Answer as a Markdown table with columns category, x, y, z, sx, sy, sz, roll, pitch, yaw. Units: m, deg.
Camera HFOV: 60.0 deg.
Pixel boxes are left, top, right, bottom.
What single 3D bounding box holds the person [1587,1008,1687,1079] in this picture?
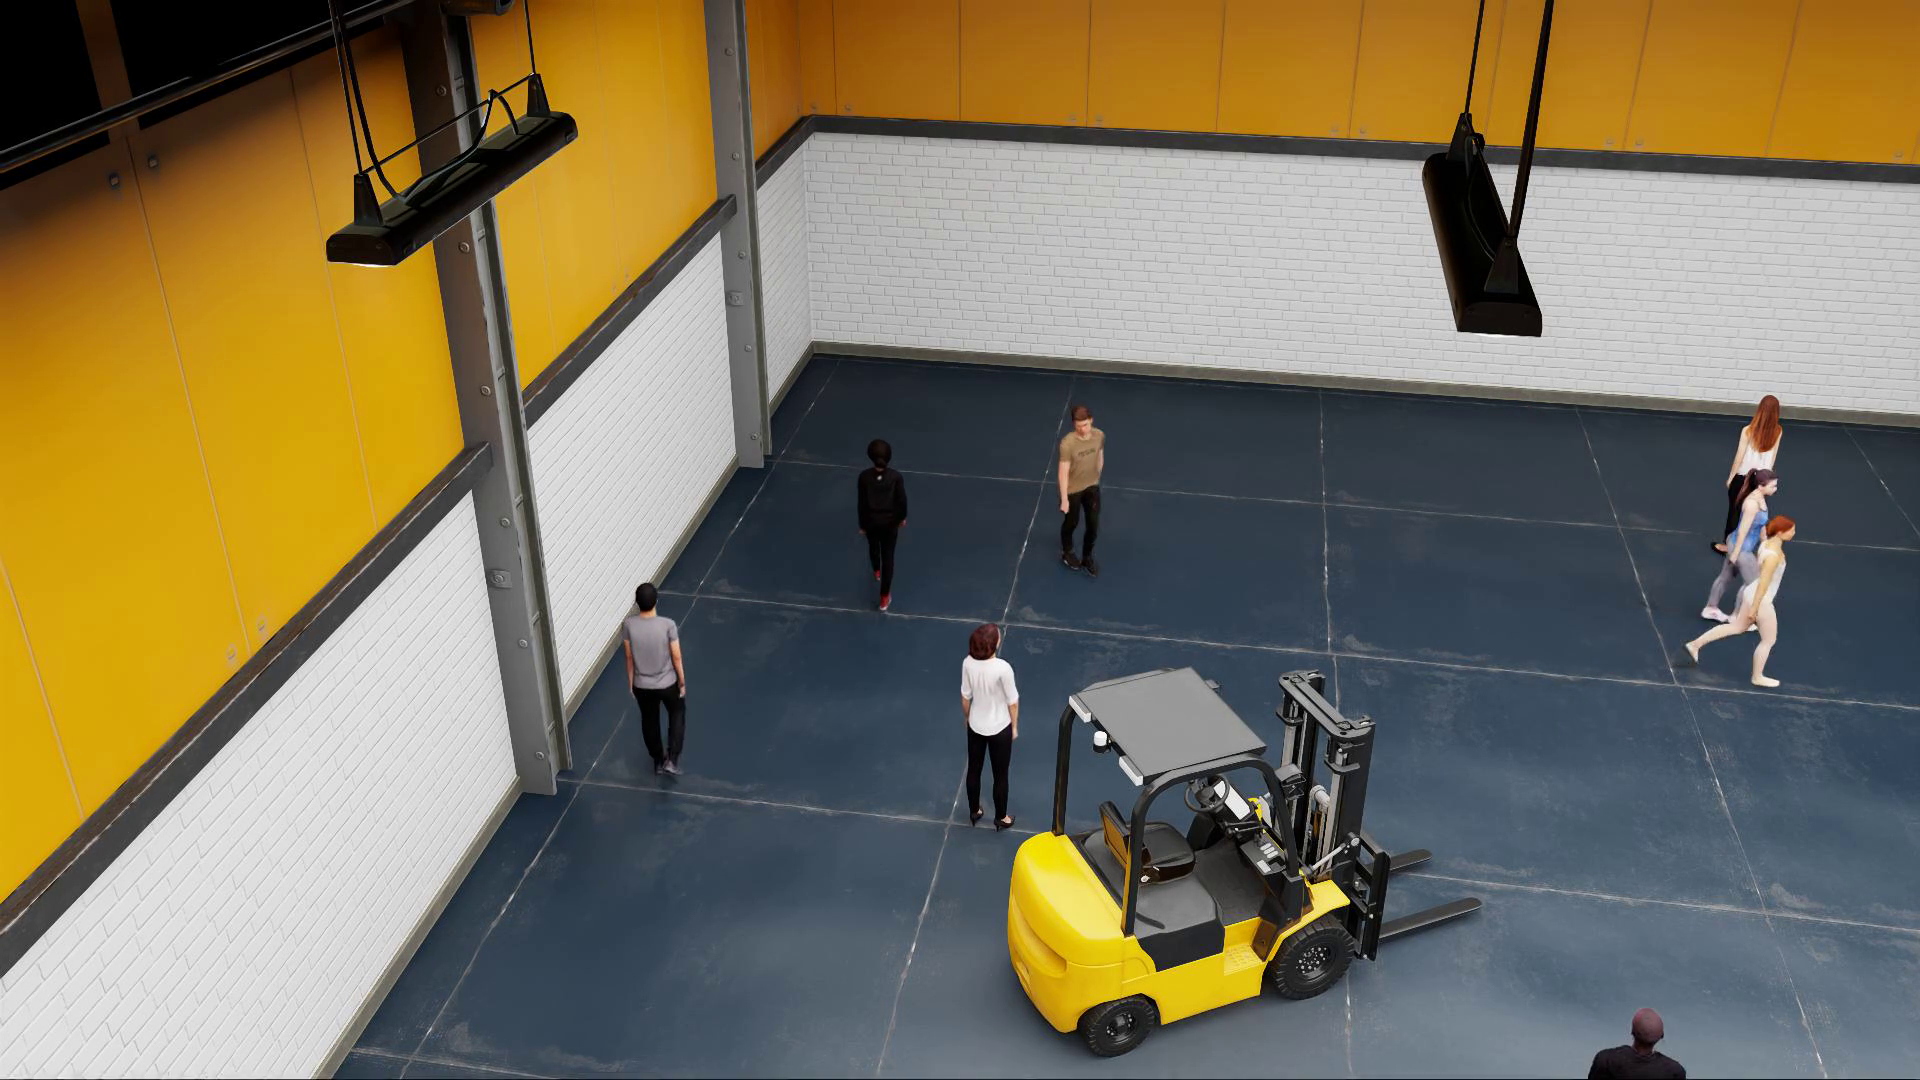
| category | x | y | z | sx | sy | sz | roll | pitch | yaw |
| --- | --- | --- | --- | --- | --- | --- | --- | --- | --- |
| person | 3.606 | 3.312 | 9.059 | 0.680 | 1.748 | 0.800 | 8 | 30 | 14 |

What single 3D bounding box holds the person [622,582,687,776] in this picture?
| category | x | y | z | sx | sy | sz | roll | pitch | yaw |
| --- | --- | --- | --- | --- | --- | --- | --- | --- | --- |
| person | -2.406 | 1.150 | 13.028 | 0.687 | 1.743 | 0.812 | 0 | 29 | 1 |

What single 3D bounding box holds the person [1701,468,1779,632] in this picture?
| category | x | y | z | sx | sy | sz | roll | pitch | yaw |
| --- | --- | --- | --- | --- | --- | --- | --- | --- | --- |
| person | 7.072 | 0.054 | 15.198 | 0.721 | 1.589 | 0.721 | 13 | 31 | 23 |

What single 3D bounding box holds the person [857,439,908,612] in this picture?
| category | x | y | z | sx | sy | sz | roll | pitch | yaw |
| --- | --- | --- | --- | --- | --- | --- | --- | --- | --- |
| person | -0.728 | -0.118 | 15.456 | 0.699 | 1.644 | 1.043 | 1 | 29 | 2 |

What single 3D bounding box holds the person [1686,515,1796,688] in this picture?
| category | x | y | z | sx | sy | sz | roll | pitch | yaw |
| --- | --- | --- | --- | --- | --- | --- | --- | --- | --- |
| person | 6.785 | 0.512 | 14.331 | 0.663 | 1.615 | 0.957 | 7 | 29 | 13 |

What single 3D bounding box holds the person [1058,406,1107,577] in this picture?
| category | x | y | z | sx | sy | sz | roll | pitch | yaw |
| --- | --- | --- | --- | --- | --- | --- | --- | --- | --- |
| person | 1.145 | -0.519 | 16.018 | 0.878 | 1.810 | 0.951 | -17 | 33 | -28 |

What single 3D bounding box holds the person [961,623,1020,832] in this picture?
| category | x | y | z | sx | sy | sz | roll | pitch | yaw |
| --- | --- | --- | --- | --- | --- | --- | --- | --- | --- |
| person | 0.212 | 1.416 | 12.486 | 0.665 | 1.795 | 0.620 | 14 | 32 | 24 |

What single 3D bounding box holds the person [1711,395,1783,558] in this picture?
| category | x | y | z | sx | sy | sz | roll | pitch | yaw |
| --- | --- | --- | --- | --- | --- | --- | --- | --- | --- |
| person | 7.760 | -0.624 | 16.303 | 0.622 | 1.722 | 0.584 | -2 | 29 | -4 |
